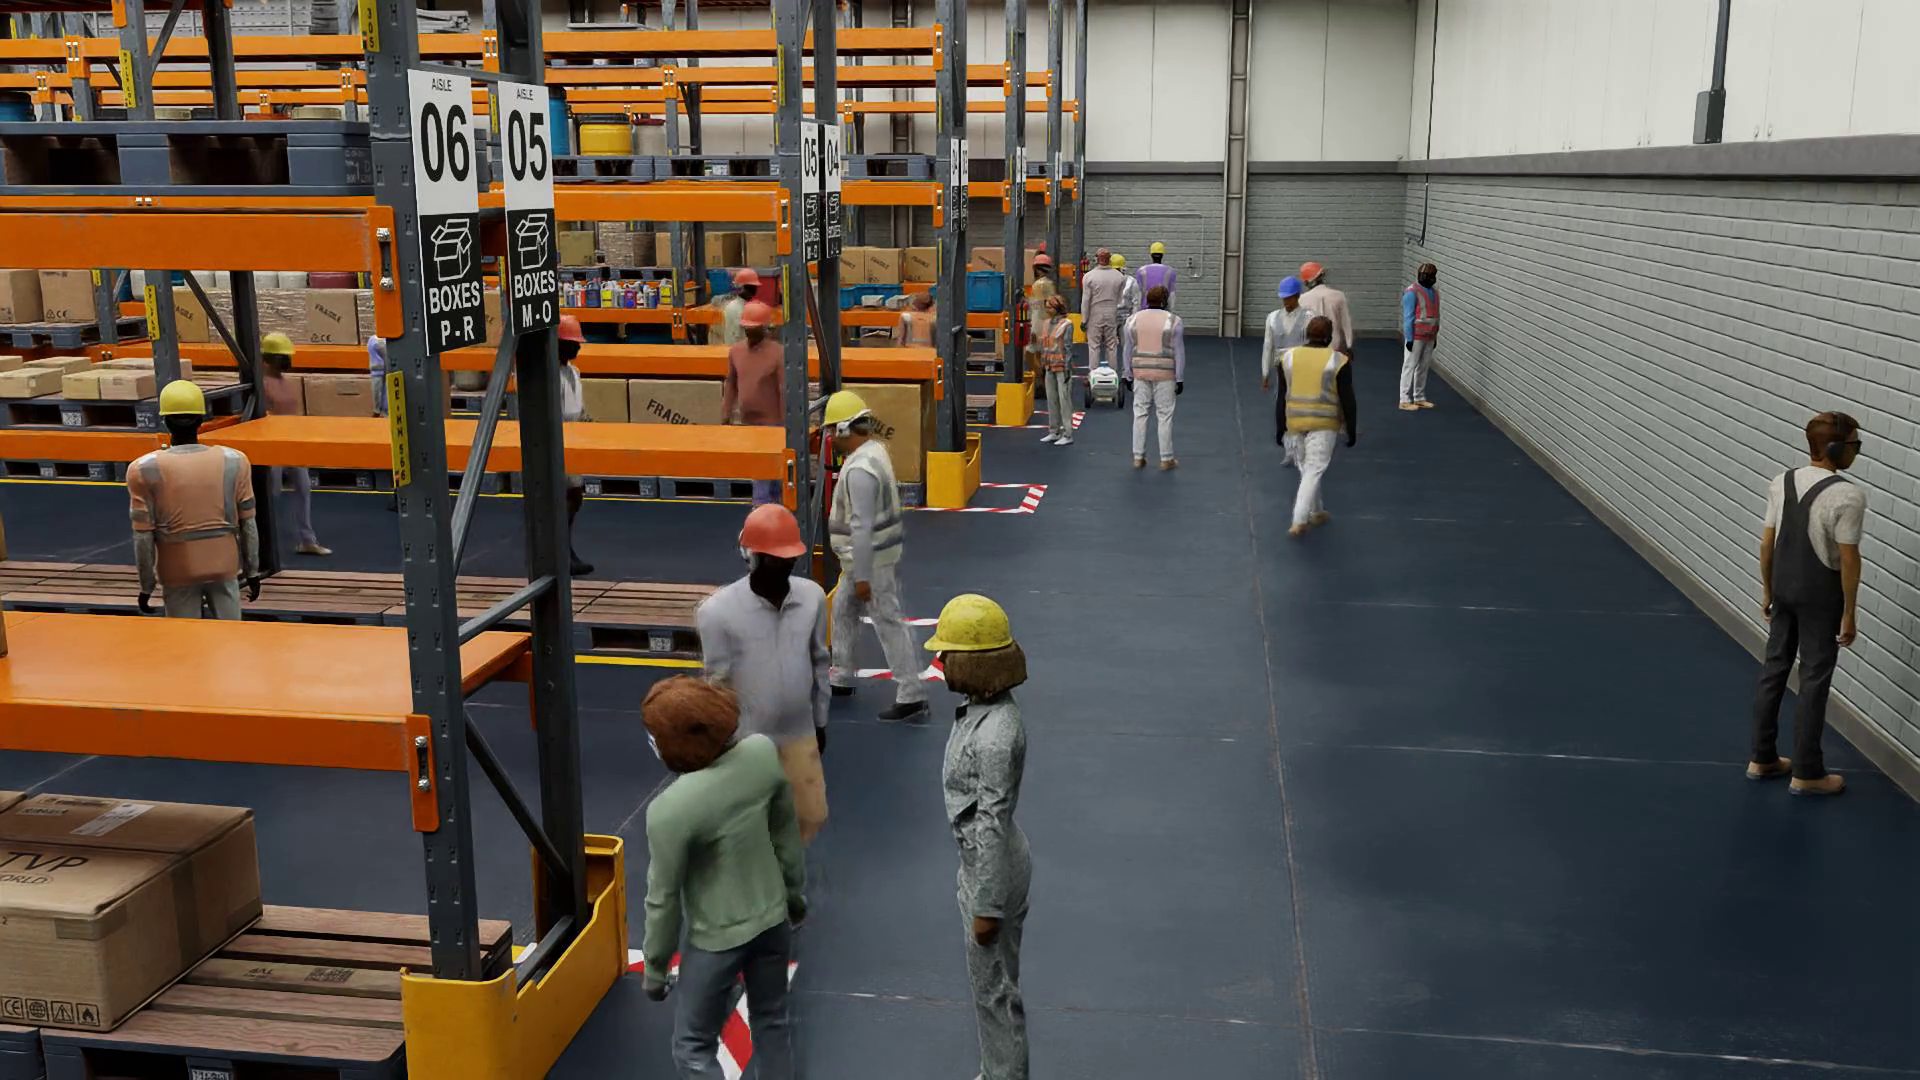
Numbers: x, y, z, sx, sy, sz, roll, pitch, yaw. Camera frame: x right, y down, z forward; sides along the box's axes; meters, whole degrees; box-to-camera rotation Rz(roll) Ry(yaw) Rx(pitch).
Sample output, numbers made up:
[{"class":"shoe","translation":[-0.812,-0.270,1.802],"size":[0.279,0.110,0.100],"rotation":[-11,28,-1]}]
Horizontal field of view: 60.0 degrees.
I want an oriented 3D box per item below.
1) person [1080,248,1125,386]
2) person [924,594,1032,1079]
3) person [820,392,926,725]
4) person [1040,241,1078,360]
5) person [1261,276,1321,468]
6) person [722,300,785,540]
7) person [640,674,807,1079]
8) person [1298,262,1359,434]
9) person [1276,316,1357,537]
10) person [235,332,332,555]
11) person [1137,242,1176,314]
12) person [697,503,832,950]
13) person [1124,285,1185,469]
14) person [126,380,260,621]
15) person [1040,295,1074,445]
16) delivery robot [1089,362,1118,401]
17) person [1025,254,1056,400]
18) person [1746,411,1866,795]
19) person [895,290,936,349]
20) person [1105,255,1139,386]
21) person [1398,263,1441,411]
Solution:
[{"class":"person","translation":[1.959,-3.075,23.061],"size":[0.651,1.907,0.409],"rotation":[-5,13,-20]},{"class":"person","translation":[0.054,1.008,5.021],"size":[0.319,1.736,0.486],"rotation":[-1,13,-3]},{"class":"person","translation":[-0.545,0.083,9.070],"size":[0.762,1.779,0.659],"rotation":[0,12,2]},{"class":"person","translation":[1.394,-3.677,25.791],"size":[0.948,1.891,0.548],"rotation":[4,13,17]},{"class":"person","translation":[3.315,-1.669,16.658],"size":[0.631,1.925,0.459],"rotation":[9,15,35]},{"class":"person","translation":[-1.620,-0.995,13.596],"size":[0.643,1.961,0.905],"rotation":[8,15,33]},{"class":"person","translation":[-0.656,1.126,4.784],"size":[0.308,1.610,0.597],"rotation":[10,16,39]},{"class":"person","translation":[4.182,-2.176,18.931],"size":[0.790,1.947,0.442],"rotation":[0,12,2]},{"class":"person","translation":[2.918,-0.941,13.685],"size":[0.641,1.799,0.953],"rotation":[9,15,35]},{"class":"person","translation":[-5.294,-0.736,12.844],"size":[0.721,1.744,0.531],"rotation":[4,13,15]},{"class":"person","translation":[2.920,-3.460,24.772],"size":[0.584,1.919,0.390],"rotation":[2,13,10]},{"class":"person","translation":[-0.726,0.707,6.356],"size":[0.570,1.739,0.392],"rotation":[-8,15,-32]},{"class":"person","translation":[1.957,-1.630,16.685],"size":[0.627,1.843,0.429],"rotation":[6,14,25]},{"class":"person","translation":[-3.870,0.152,8.444],"size":[0.595,1.925,0.373],"rotation":[-10,16,-37]},{"class":"person","translation":[1.064,-1.861,18.212],"size":[0.317,1.631,0.524],"rotation":[-8,15,-33]},{"class":"delivery robot","translation":[1.830,-2.023,21.175],"size":[0.477,0.478,0.707],"rotation":[1,13,2]},{"class":"person","translation":[1.033,-2.744,21.590],"size":[0.400,1.902,0.589],"rotation":[5,14,23]},{"class":"person","translation":[4.066,0.300,7.970],"size":[0.339,1.842,0.507],"rotation":[-5,14,-22]},{"class":"person","translation":[-0.499,-2.067,19.176],"size":[0.575,1.607,0.351],"rotation":[-4,13,-17]},{"class":"person","translation":[2.194,-3.064,23.206],"size":[0.600,1.818,0.403],"rotation":[8,15,31]},{"class":"person","translation":[5.776,-2.538,20.817],"size":[0.624,1.835,0.431],"rotation":[-11,16,-40]}]
